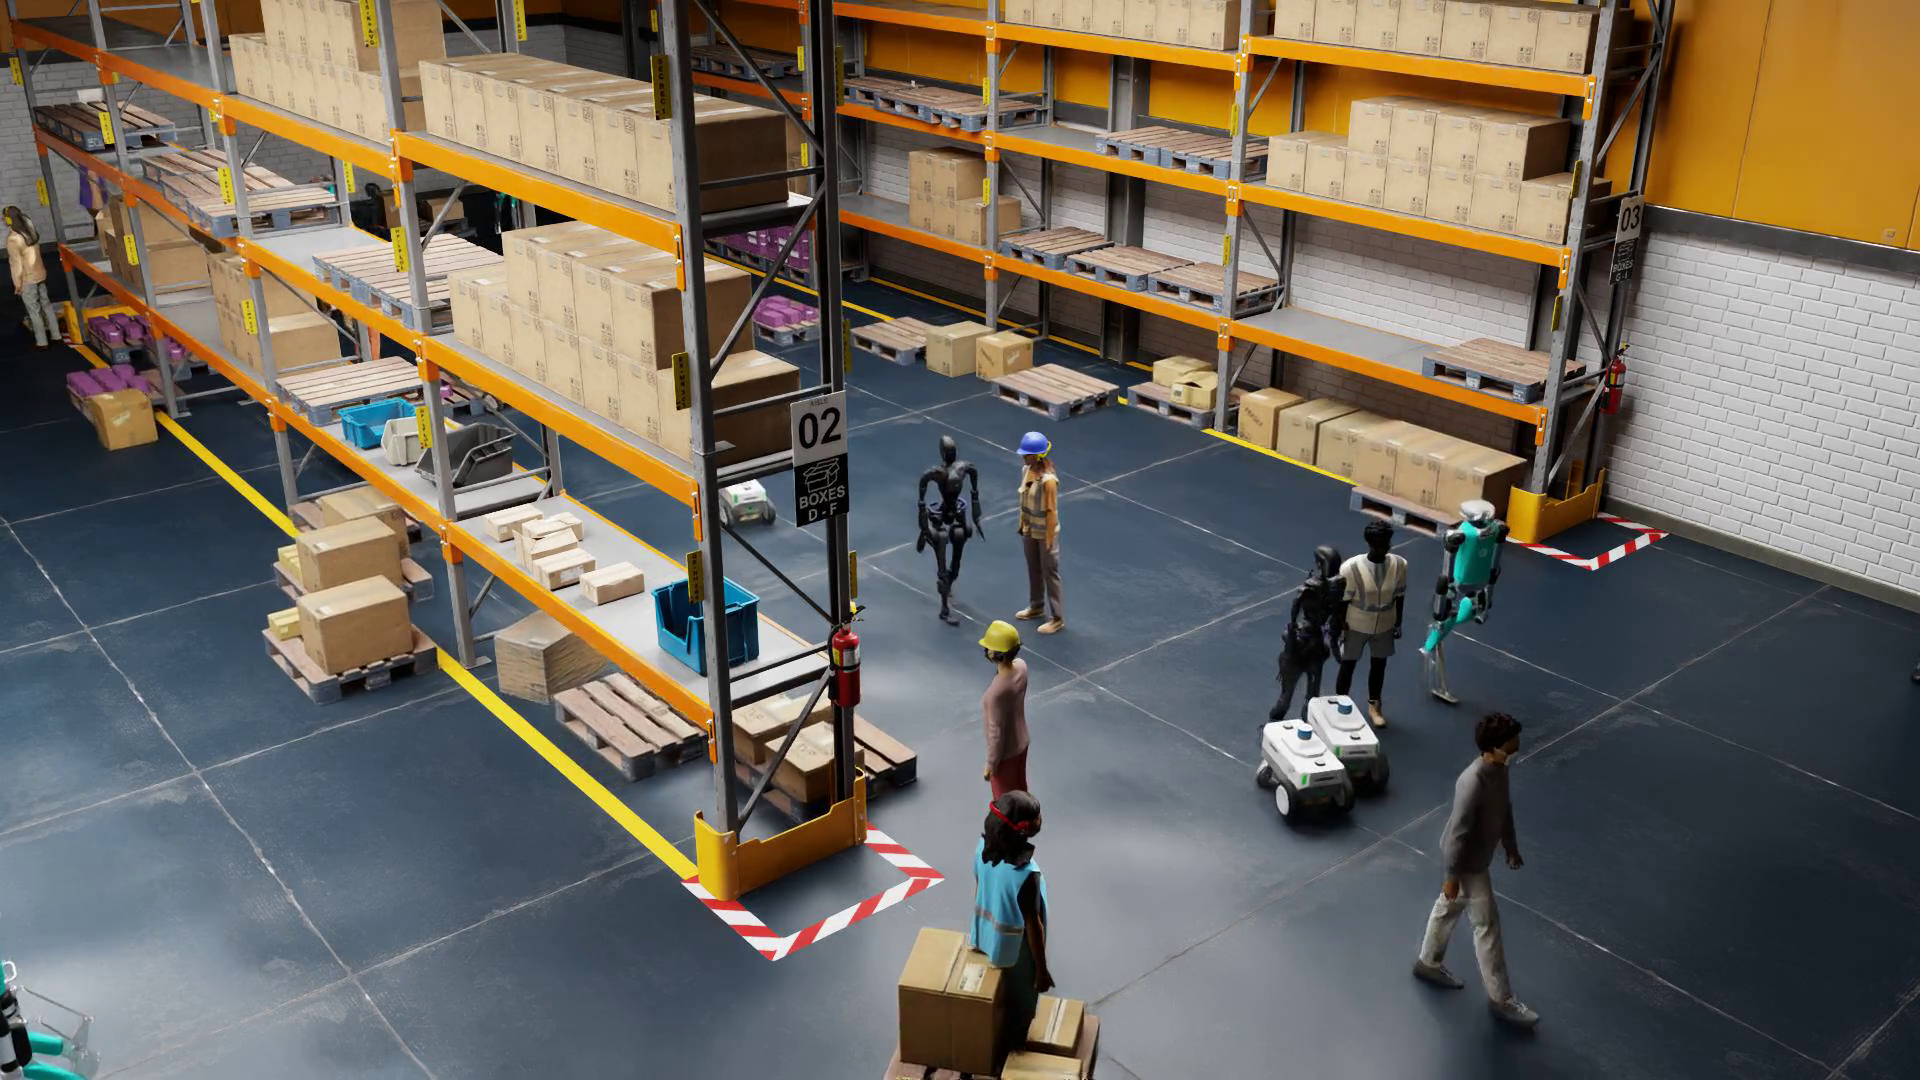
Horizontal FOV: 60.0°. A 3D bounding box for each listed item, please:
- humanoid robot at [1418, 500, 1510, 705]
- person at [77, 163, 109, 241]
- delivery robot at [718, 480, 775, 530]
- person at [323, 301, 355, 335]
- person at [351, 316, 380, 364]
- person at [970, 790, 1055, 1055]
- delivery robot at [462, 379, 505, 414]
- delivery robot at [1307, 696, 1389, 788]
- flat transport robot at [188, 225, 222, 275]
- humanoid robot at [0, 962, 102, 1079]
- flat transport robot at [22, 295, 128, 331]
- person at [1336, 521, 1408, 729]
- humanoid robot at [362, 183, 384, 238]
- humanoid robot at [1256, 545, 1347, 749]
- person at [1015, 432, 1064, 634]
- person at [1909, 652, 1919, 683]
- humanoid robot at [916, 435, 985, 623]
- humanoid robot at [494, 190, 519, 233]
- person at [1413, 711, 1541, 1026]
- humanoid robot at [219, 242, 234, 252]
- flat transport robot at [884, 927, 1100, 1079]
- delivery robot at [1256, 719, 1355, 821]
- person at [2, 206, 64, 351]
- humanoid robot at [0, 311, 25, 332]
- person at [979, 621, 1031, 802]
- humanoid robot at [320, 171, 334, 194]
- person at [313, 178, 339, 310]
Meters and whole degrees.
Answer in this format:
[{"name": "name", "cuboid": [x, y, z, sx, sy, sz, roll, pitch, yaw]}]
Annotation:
[{"name": "humanoid robot", "cuboid": [3.732, 0.497, 12.750, 0.543, 1.870, 0.710, -9, 25, -20]}, {"name": "person", "cuboid": [-13.274, -5.152, 25.511, 0.520, 1.911, 0.563, -19, 30, -37]}, {"name": "delivery robot", "cuboid": [-2.152, -0.441, 16.301, 0.499, 0.592, 0.783, -10, 25, -23]}, {"name": "person", "cuboid": [-8.341, -3.604, 22.136, 0.573, 1.730, 0.561, -17, 28, -34]}, {"name": "person", "cuboid": [-7.204, -2.748, 20.133, 0.504, 1.756, 0.324, 15, 28, 31]}, {"name": "person", "cuboid": [0.269, 2.139, 8.672, 0.389, 1.870, 0.527, -16, 28, -32]}, {"name": "delivery robot", "cuboid": [-5.497, -1.824, 19.494, 0.765, 0.586, 0.499, 14, 27, 30]}, {"name": "delivery robot", "cuboid": [2.752, 1.448, 11.954, 0.499, 0.614, 0.803, -2, 23, -5]}, {"name": "flat transport robot", "cuboid": [-11.142, -3.857, 24.576, 1.431, 0.231, 0.659, -10, 25, -23]}, {"name": "humanoid robot", "cuboid": [-4.552, 2.383, 8.233, 0.655, 1.761, 0.540, -16, 28, -32]}, {"name": "flat transport robot", "cuboid": [-12.104, -3.134, 22.900, 1.431, 0.231, 0.659, -18, 29, -36]}, {"name": "person", "cuboid": [3.045, 0.631, 12.389, 0.533, 1.691, 0.320, -3, 24, -7]}, {"name": "humanoid robot", "cuboid": [-8.494, -4.309, 23.918, 0.651, 1.652, 0.597, -5, 24, -12]}, {"name": "humanoid robot", "cuboid": [2.489, 0.770, 12.093, 0.612, 1.647, 0.464, -16, 28, -33]}, {"name": "person", "cuboid": [0.641, -0.074, 13.934, 0.368, 1.766, 0.479, -14, 27, -29]}, {"name": "person", "cuboid": [7.809, 0.258, 12.963, 0.547, 1.926, 0.379, 14, 27, 30]}, {"name": "humanoid robot", "cuboid": [-0.087, -0.129, 14.223, 0.608, 1.642, 0.687, -9, 25, -20]}, {"name": "humanoid robot", "cuboid": [-7.527, -5.833, 27.316, 0.551, 1.784, 0.933, -16, 28, -32]}, {"name": "person", "cuboid": [3.034, 1.833, 9.379, 0.884, 1.863, 0.563, 16, 28, 32]}, {"name": "humanoid robot", "cuboid": [-9.686, -3.837, 22.665, 0.669, 1.782, 0.542, 13, 27, 27]}, {"name": "flat transport robot", "cuboid": [0.233, 3.047, 8.588, 1.431, 0.231, 0.659, 5, 24, 12]}, {"name": "delivery robot", "cuboid": [2.394, 1.590, 11.616, 0.518, 0.606, 0.778, -6, 24, -13]}, {"name": "person", "cuboid": [-12.000, -3.383, 21.470, 0.391, 1.868, 0.555, 2, 23, 5]}, {"name": "humanoid robot", "cuboid": [-12.900, -3.503, 21.994, 0.601, 1.630, 0.615, 15, 27, 30]}, {"name": "person", "cuboid": [0.274, 1.328, 10.677, 0.324, 1.768, 0.524, 10, 25, 21]}, {"name": "humanoid robot", "cuboid": [-9.231, -4.442, 24.179, 0.768, 1.852, 0.547, 8, 25, 18]}, {"name": "person", "cuboid": [-8.703, -4.097, 23.116, 0.766, 1.871, 0.654, 10, 25, 22]}]
